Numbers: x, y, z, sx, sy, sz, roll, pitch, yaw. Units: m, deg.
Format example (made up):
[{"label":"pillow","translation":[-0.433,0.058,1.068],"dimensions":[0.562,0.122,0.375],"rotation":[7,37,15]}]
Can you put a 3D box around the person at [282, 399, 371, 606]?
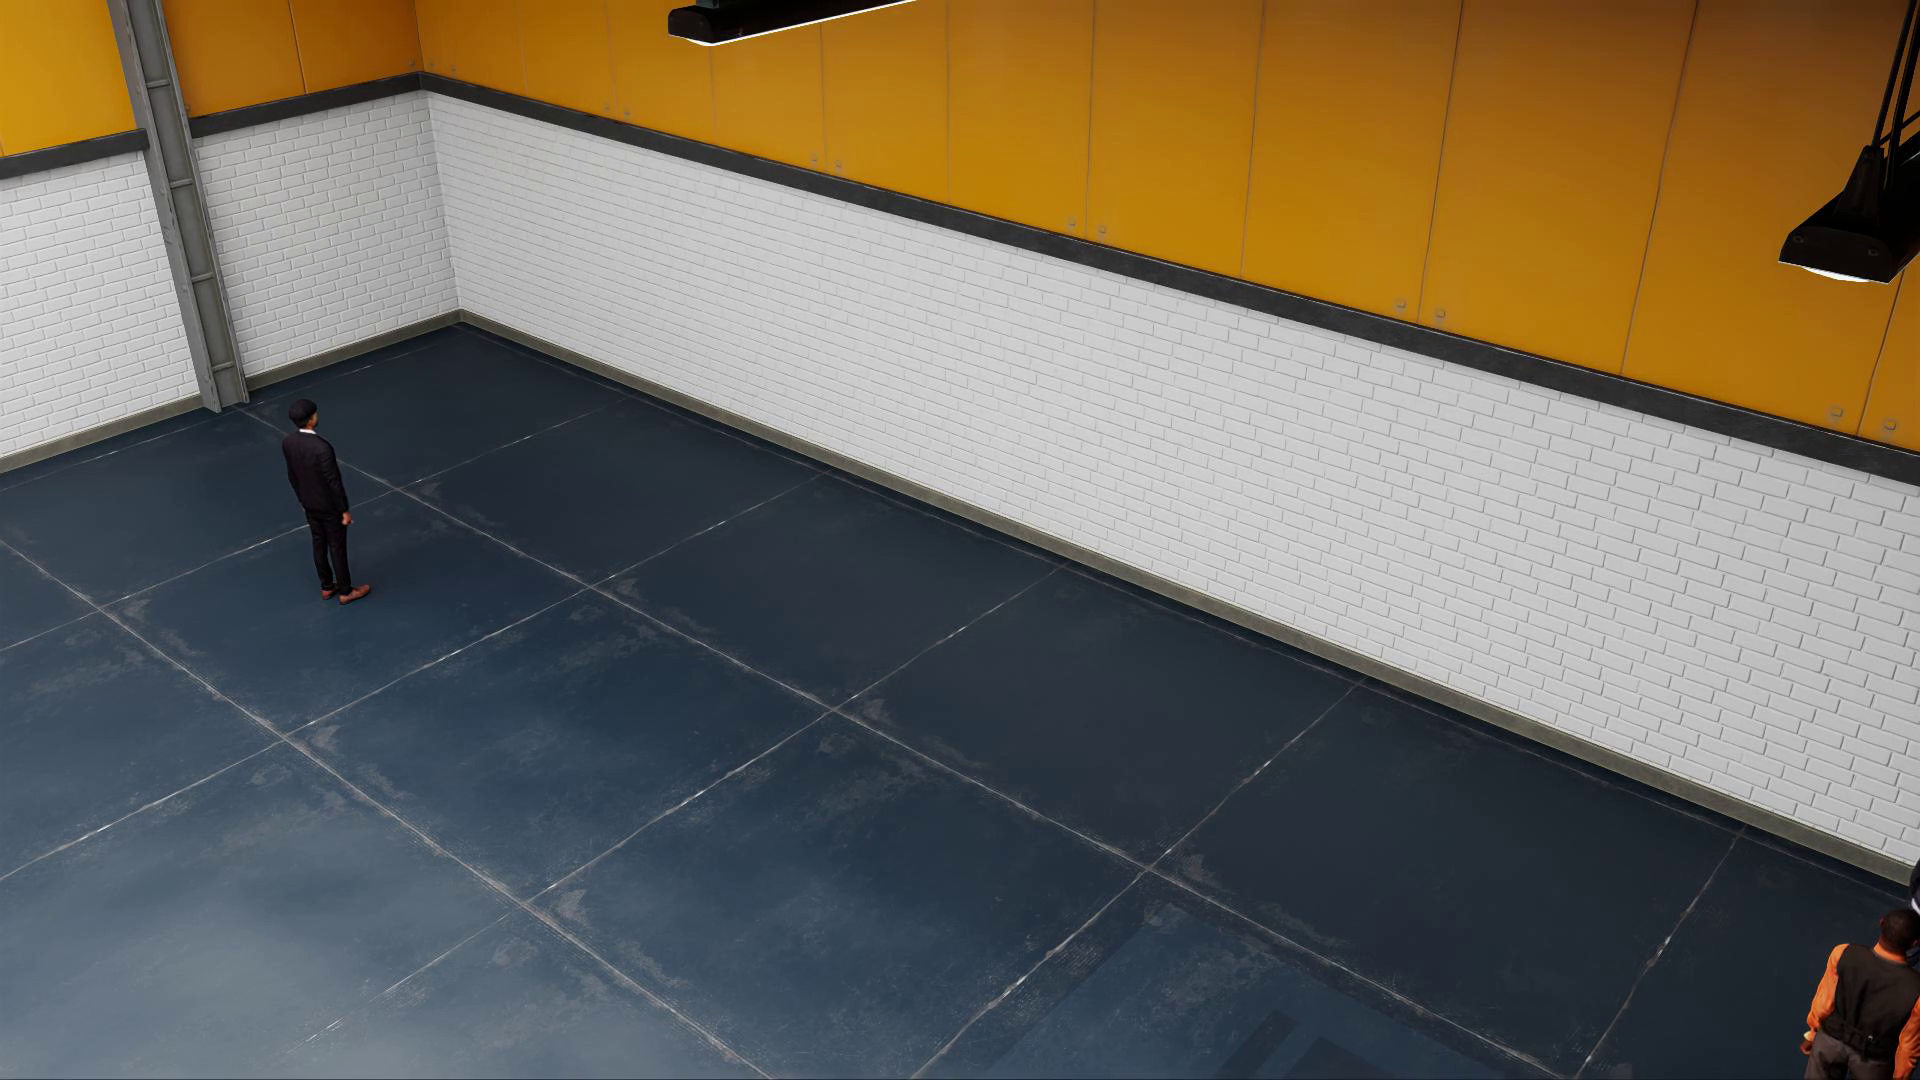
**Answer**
[{"label":"person","translation":[-5.473,-0.330,14.241],"dimensions":[0.751,1.884,0.654],"rotation":[13,31,22]}]

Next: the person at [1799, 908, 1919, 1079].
[{"label":"person","translation":[4.668,2.690,8.680],"dimensions":[0.630,1.906,0.715],"rotation":[-25,38,-38]}]
